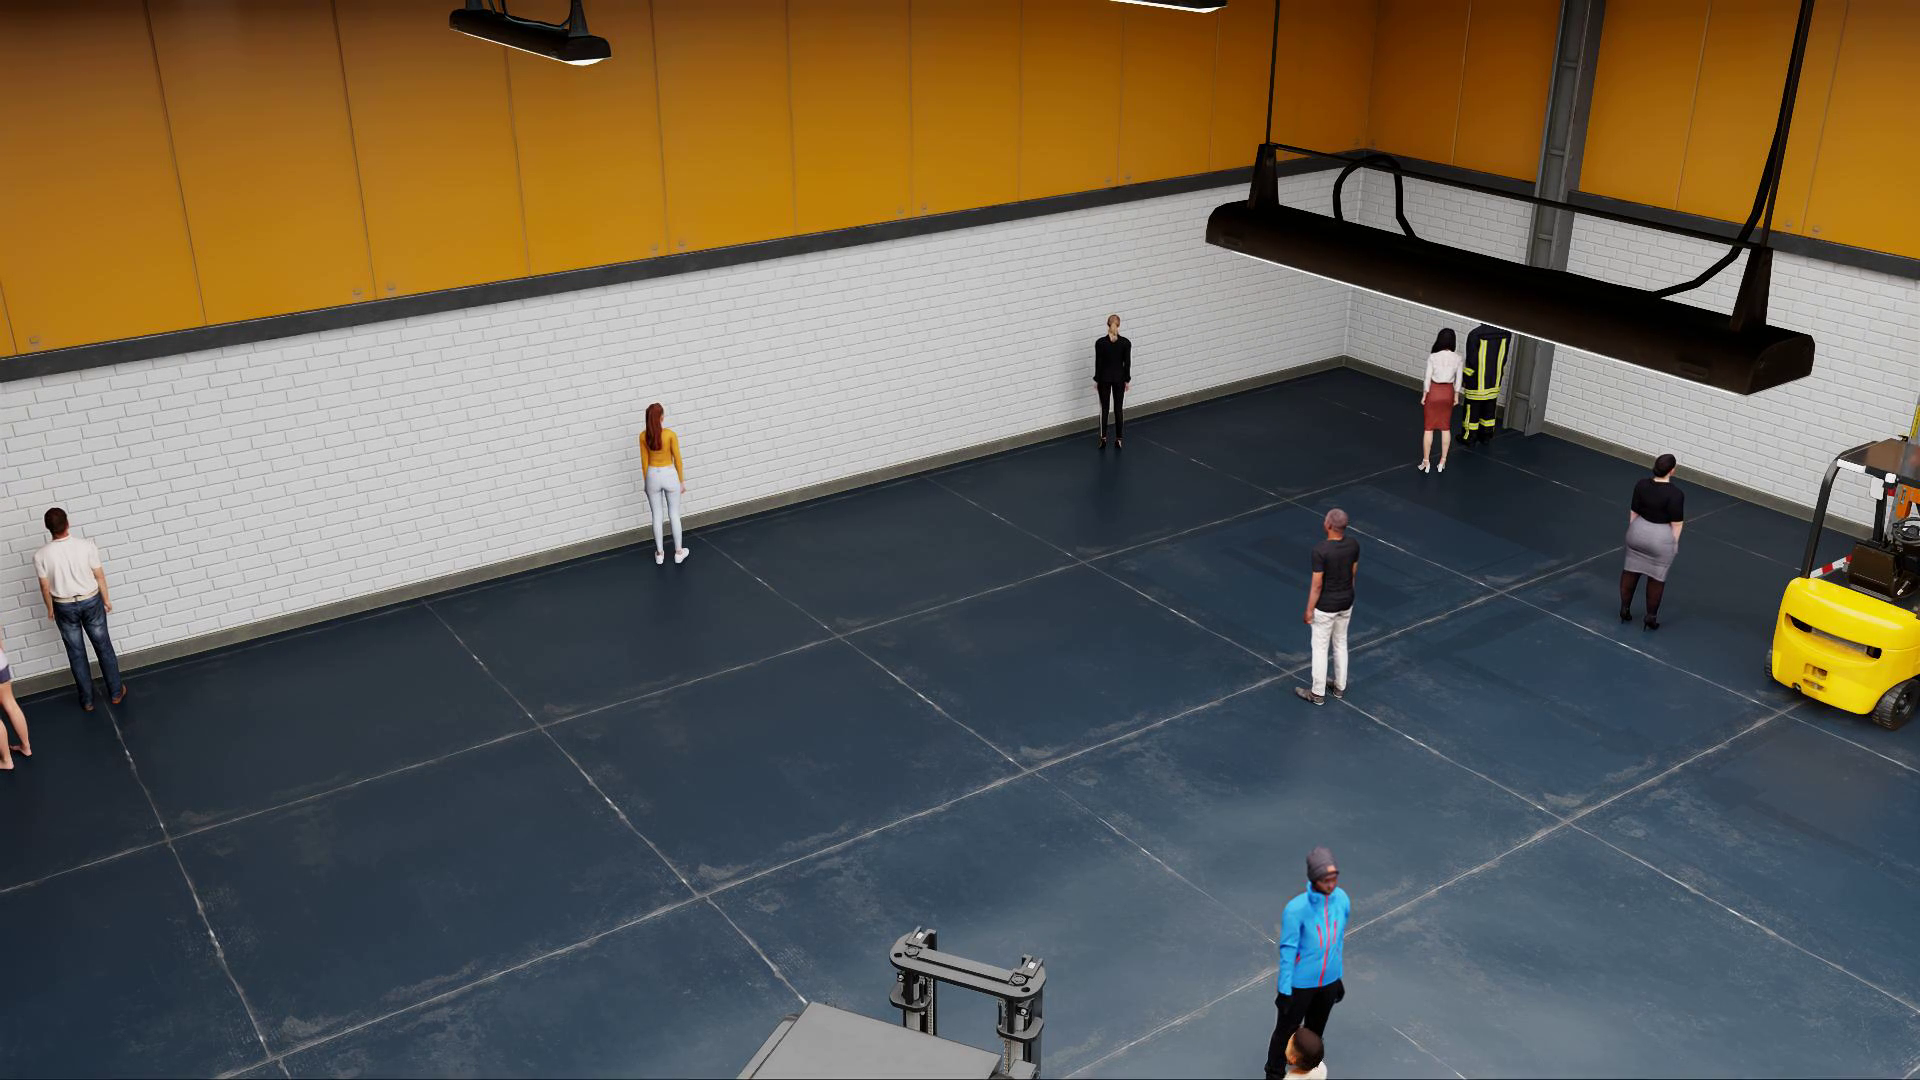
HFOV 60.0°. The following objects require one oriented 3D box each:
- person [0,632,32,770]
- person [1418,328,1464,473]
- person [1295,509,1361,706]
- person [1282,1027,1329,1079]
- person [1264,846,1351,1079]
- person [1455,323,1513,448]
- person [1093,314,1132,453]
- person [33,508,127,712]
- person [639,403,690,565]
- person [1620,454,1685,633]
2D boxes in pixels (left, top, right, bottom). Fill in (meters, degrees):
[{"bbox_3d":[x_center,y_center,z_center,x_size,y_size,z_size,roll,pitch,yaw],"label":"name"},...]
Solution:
[{"bbox_3d":[-7.874,1.047,13.460,0.723,1.732,0.681,7,25,15],"label":"person"},{"bbox_3d":[5.647,-1.648,19.601,0.680,1.750,0.696,0,24,-1],"label":"person"},{"bbox_3d":[3.227,0.574,14.450,0.678,1.805,0.634,-12,26,-26],"label":"person"},{"bbox_3d":[1.793,3.203,8.859,0.561,1.465,0.517,-17,29,-34],"label":"person"},{"bbox_3d":[2.068,2.588,9.858,0.648,1.794,0.582,-11,26,-23],"label":"person"},{"bbox_3d":[6.443,-2.055,20.442,0.834,1.823,0.802,-6,24,-14],"label":"person"},{"bbox_3d":[1.845,-1.914,20.266,0.697,1.705,0.717,0,24,0],"label":"person"},{"bbox_3d":[-7.614,0.586,14.359,0.676,1.856,0.594,-13,27,-27],"label":"person"},{"bbox_3d":[-3.072,-0.592,17.185,0.693,1.751,0.730,0,24,0],"label":"person"},{"bbox_3d":[6.568,0.011,15.793,0.739,1.760,0.572,-19,30,-36],"label":"person"}]
